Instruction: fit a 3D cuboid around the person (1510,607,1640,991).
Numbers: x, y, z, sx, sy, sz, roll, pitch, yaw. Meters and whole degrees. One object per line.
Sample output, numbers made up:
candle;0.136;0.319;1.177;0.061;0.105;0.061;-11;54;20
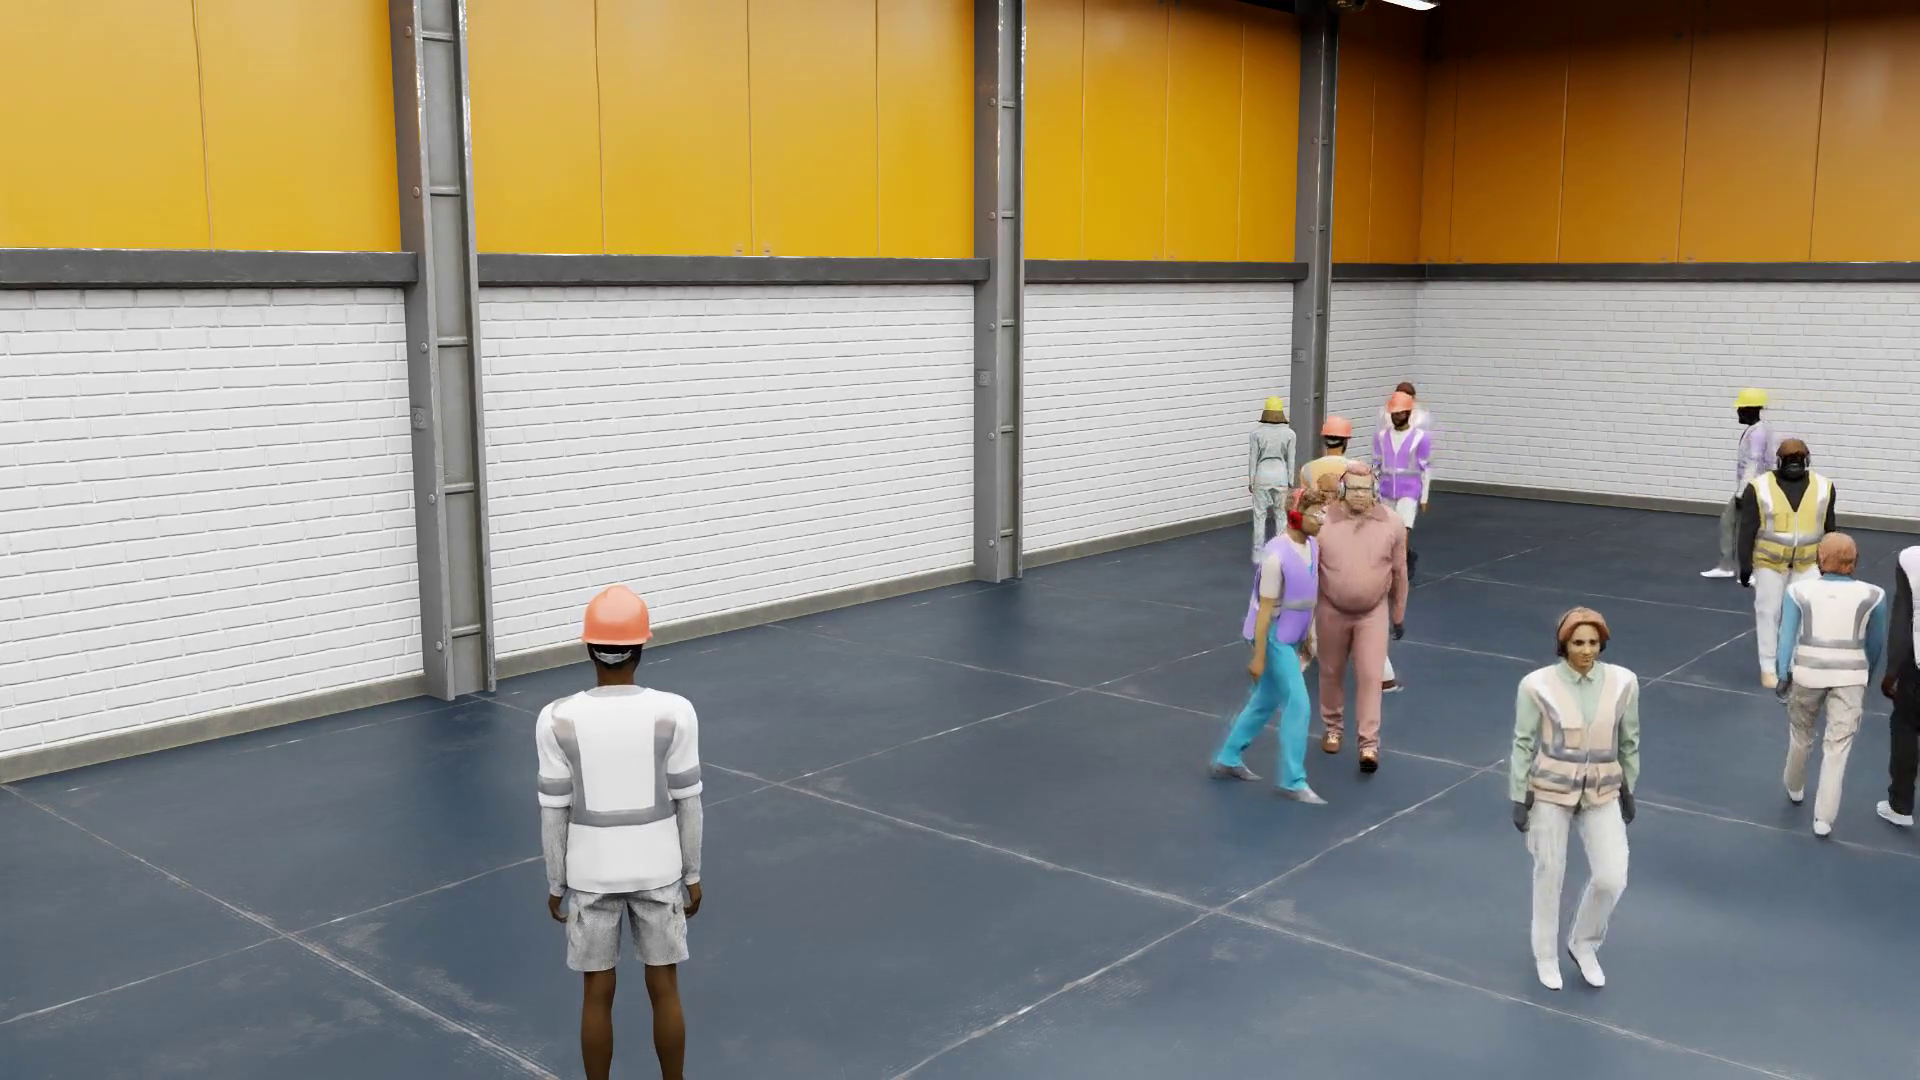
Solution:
person;2.541;1.080;6.876;0.548;1.622;0.401;0;9;2

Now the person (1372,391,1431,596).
person;4.174;-0.461;15.683;0.551;1.913;0.811;7;11;36

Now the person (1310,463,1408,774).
person;2.366;0.462;10.042;0.677;1.850;1.003;2;9;10

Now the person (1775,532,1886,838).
person;4.696;0.754;9.005;0.505;1.594;0.821;5;10;29

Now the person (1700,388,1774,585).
person;7.498;-0.510;16.008;0.766;1.898;0.614;3;10;19

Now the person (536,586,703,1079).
person;-1.146;1.116;5.673;0.542;1.938;0.358;-2;9;-10

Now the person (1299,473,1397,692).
person;2.707;0.309;11.878;0.946;1.571;0.514;4;10;21

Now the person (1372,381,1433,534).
person;4.875;-0.850;18.371;0.637;1.823;0.609;4;10;25

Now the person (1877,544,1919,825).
person;5.168;0.646;8.760;0.614;1.889;0.811;2;9;12

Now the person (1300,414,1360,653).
person;2.871;-0.010;12.857;0.549;1.911;0.773;6;11;33

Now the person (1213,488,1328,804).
person;1.798;0.580;9.528;0.777;1.814;0.575;5;10;30

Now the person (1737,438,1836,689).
person;5.897;0.183;11.878;0.659;1.825;0.518;2;9;15

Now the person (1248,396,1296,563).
person;3.219;-0.619;17.212;0.479;1.734;0.329;0;9;0
